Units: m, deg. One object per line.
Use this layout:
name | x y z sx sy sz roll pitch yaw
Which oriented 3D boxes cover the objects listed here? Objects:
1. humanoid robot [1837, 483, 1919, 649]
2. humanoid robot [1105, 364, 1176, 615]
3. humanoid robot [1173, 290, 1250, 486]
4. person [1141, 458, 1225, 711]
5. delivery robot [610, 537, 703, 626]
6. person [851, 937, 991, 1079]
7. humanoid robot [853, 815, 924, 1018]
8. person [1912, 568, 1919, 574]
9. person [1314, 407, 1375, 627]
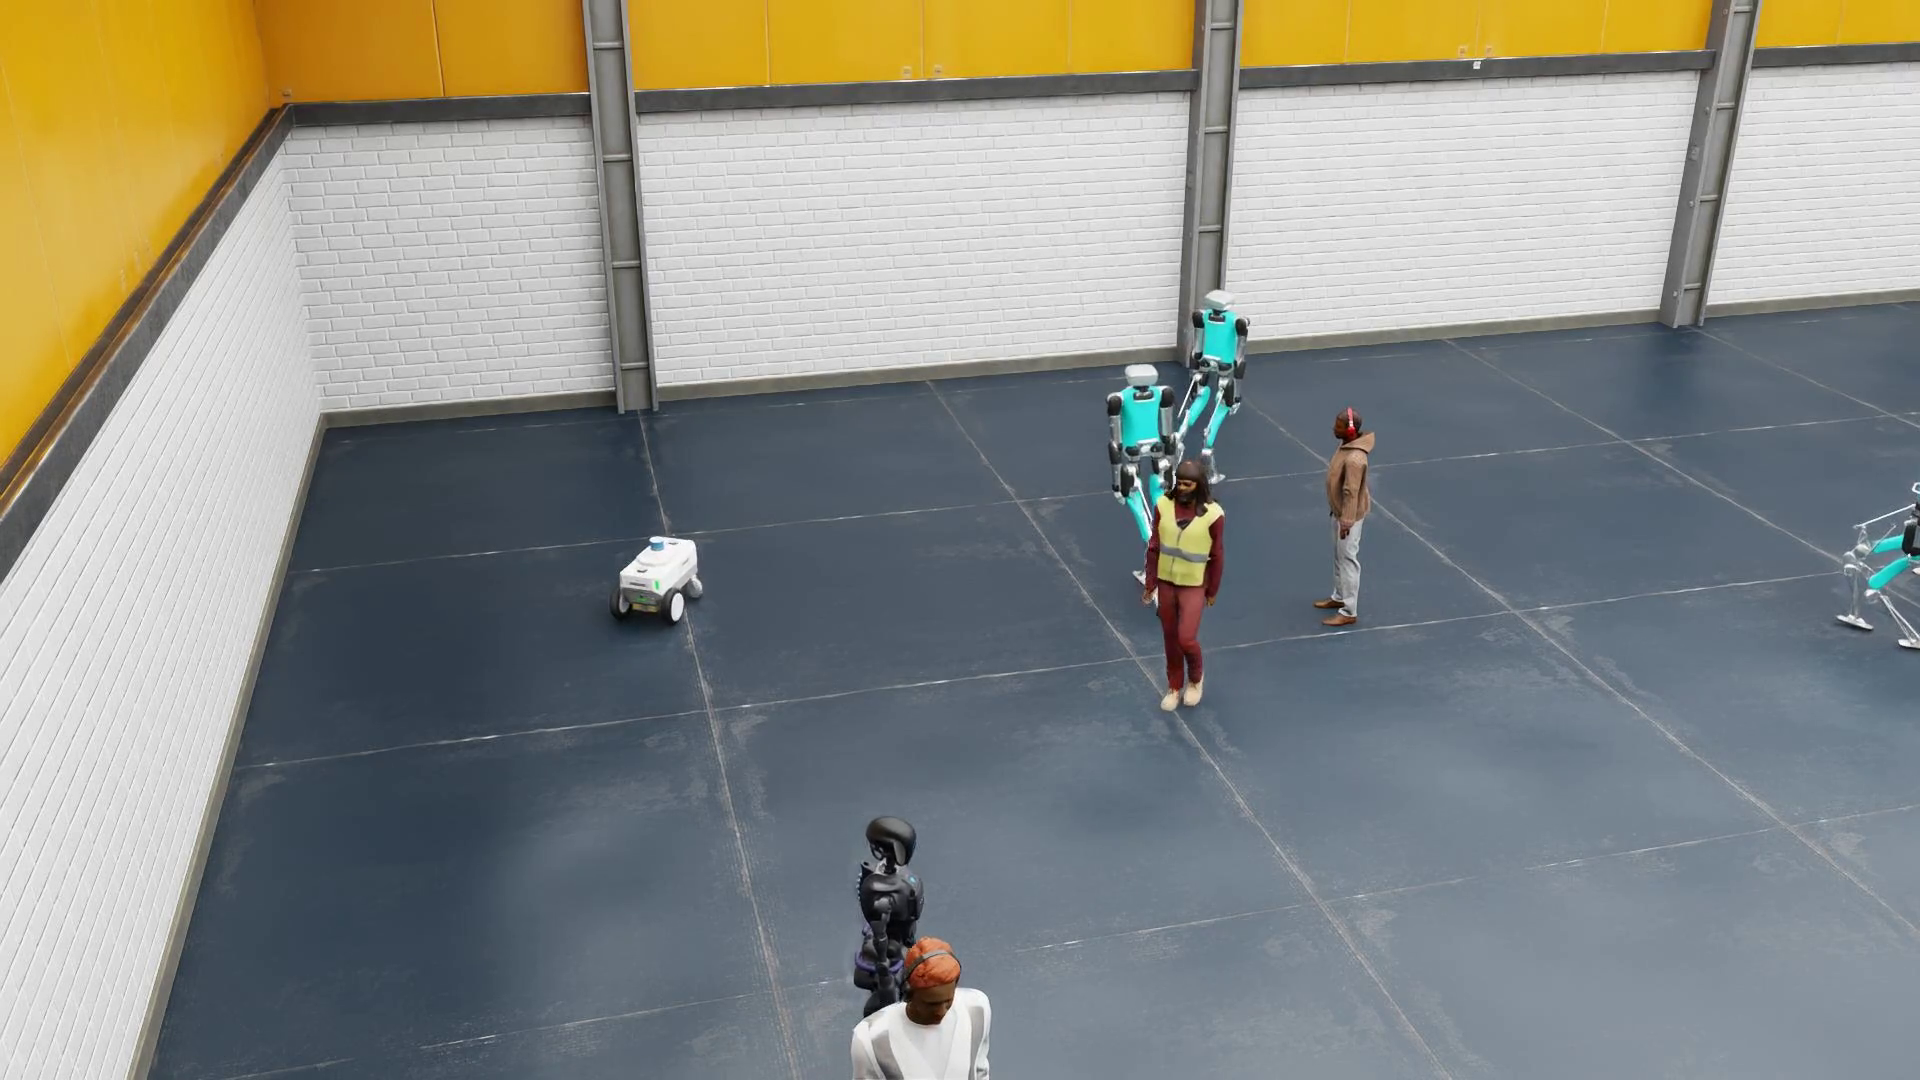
humanoid robot | 6.579 -0.069 11.721 0.891 1.775 0.576 16 28 31
humanoid robot | 1.457 -0.335 12.337 0.558 1.793 0.935 -7 25 -16
humanoid robot | 2.040 -1.199 14.275 0.533 1.771 0.961 17 29 34
person | 1.437 0.304 10.827 0.475 1.755 0.447 14 27 29
delivery robot | -2.248 0.283 12.372 0.504 0.603 0.774 7 25 15
person | -0.129 2.271 6.198 0.572 1.887 0.354 -12 27 -26
humanoid robot | -0.292 1.905 7.289 0.387 1.651 0.602 3 24 7
person | 7.652 -0.491 12.627 0.334 1.760 0.529 -6 24 -13
person | 2.799 -0.175 12.052 0.313 1.644 0.461 0 24 1
